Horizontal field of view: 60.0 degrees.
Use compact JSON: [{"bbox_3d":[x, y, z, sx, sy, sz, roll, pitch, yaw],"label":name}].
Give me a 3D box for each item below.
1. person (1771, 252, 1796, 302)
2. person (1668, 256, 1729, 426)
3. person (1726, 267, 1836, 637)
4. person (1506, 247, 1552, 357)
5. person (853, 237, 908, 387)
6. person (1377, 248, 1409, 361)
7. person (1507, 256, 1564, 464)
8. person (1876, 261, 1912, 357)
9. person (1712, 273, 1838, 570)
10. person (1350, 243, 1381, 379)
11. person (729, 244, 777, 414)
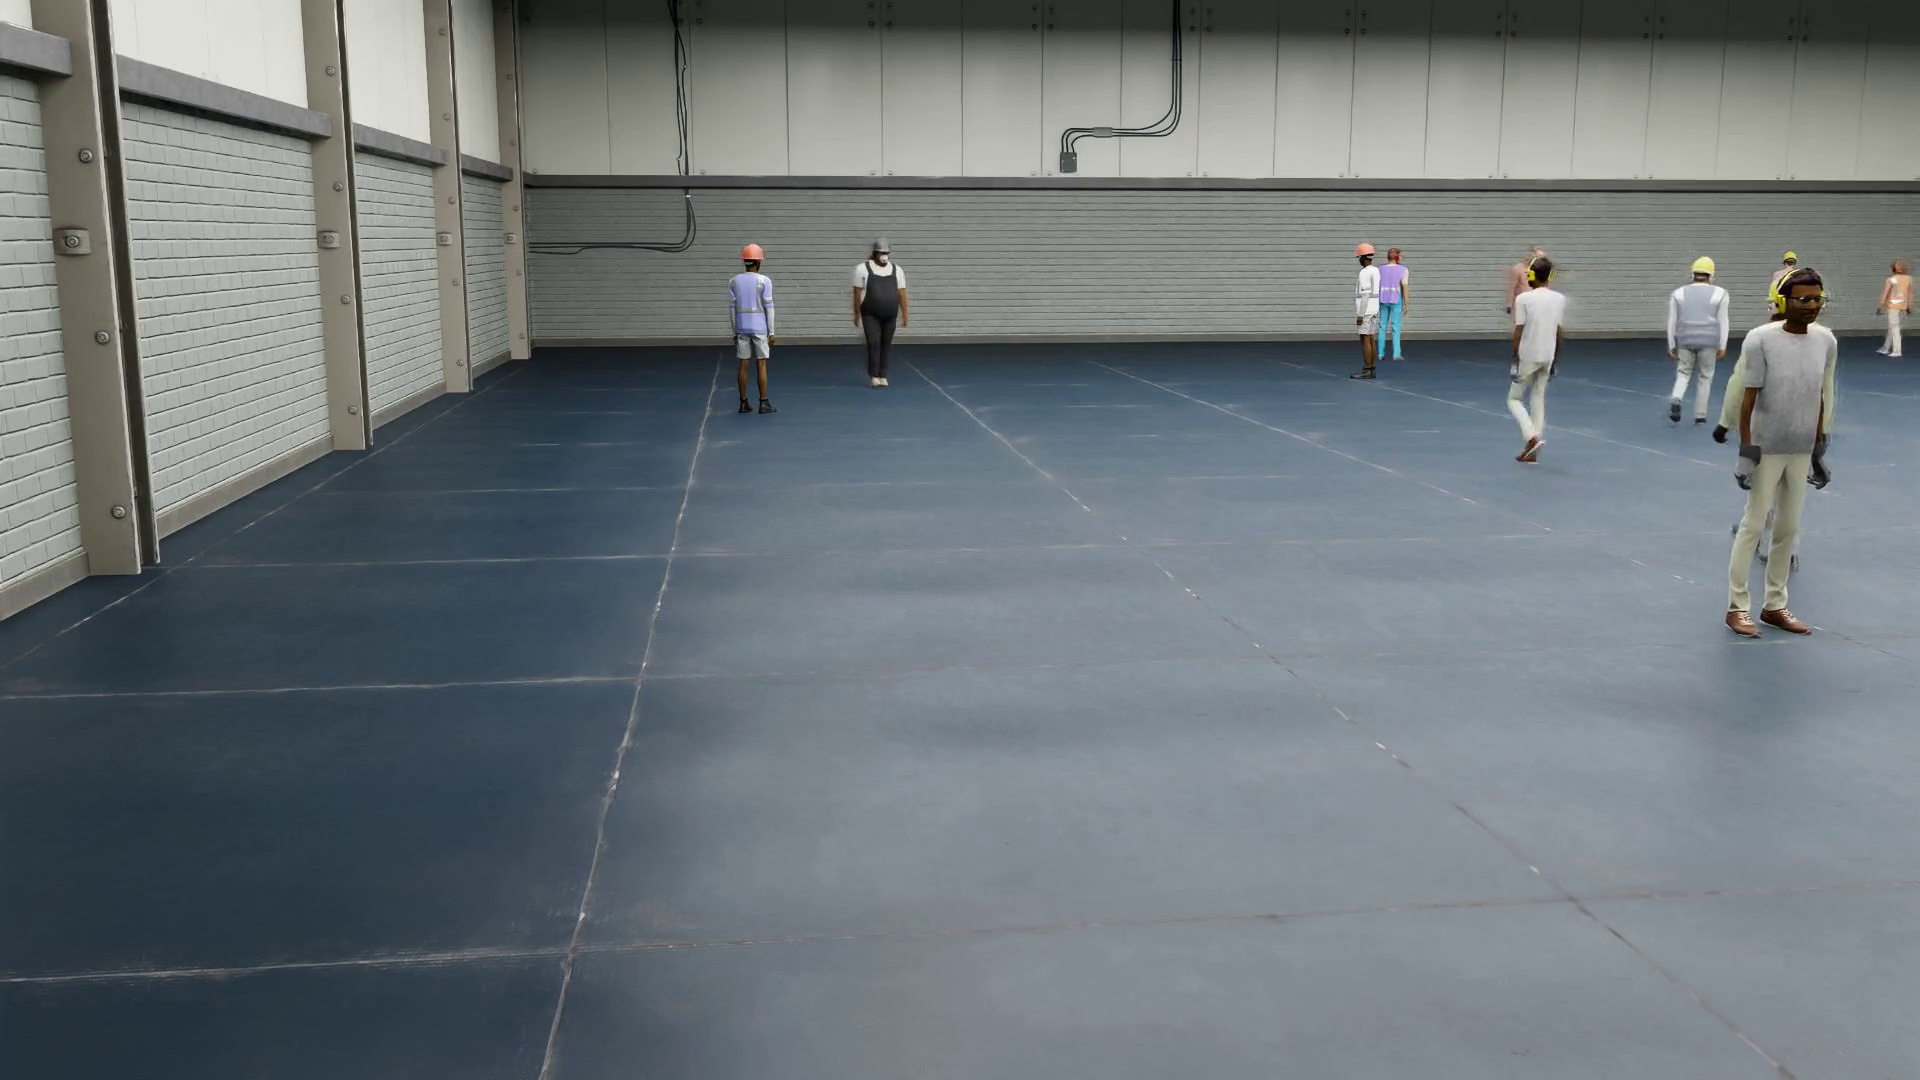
[{"bbox_3d":[14.361,-4.120,28.914,0.533,1.767,0.326,1,10,7],"label":"person"},{"bbox_3d":[7.880,-2.112,17.781,0.599,1.819,0.500,8,13,36],"label":"person"},{"bbox_3d":[4.188,-0.438,8.446,0.518,1.870,0.323,-2,11,-12],"label":"person"},{"bbox_3d":[9.269,-3.821,27.029,0.668,1.859,0.936,-1,10,-5],"label":"person"},{"bbox_3d":[-1.023,-3.057,22.331,0.713,2.000,0.861,-4,11,-19],"label":"person"},{"bbox_3d":[7.036,-3.845,27.198,0.564,1.841,0.390,7,13,35],"label":"person"},{"bbox_3d":[5.125,-1.586,14.789,0.531,1.850,0.435,-3,11,-14],"label":"person"},{"bbox_3d":[15.747,-3.911,28.165,0.546,1.606,0.745,-3,11,-17],"label":"person"},{"bbox_3d":[5.027,-0.754,10.373,0.609,1.787,0.883,-2,11,-11],"label":"person"},{"bbox_3d":[5.772,-3.255,23.726,0.381,1.927,0.550,6,12,31],"label":"person"},{"bbox_3d":[-2.371,-2.416,19.100,0.546,1.938,0.361,3,11,18],"label":"person"}]
